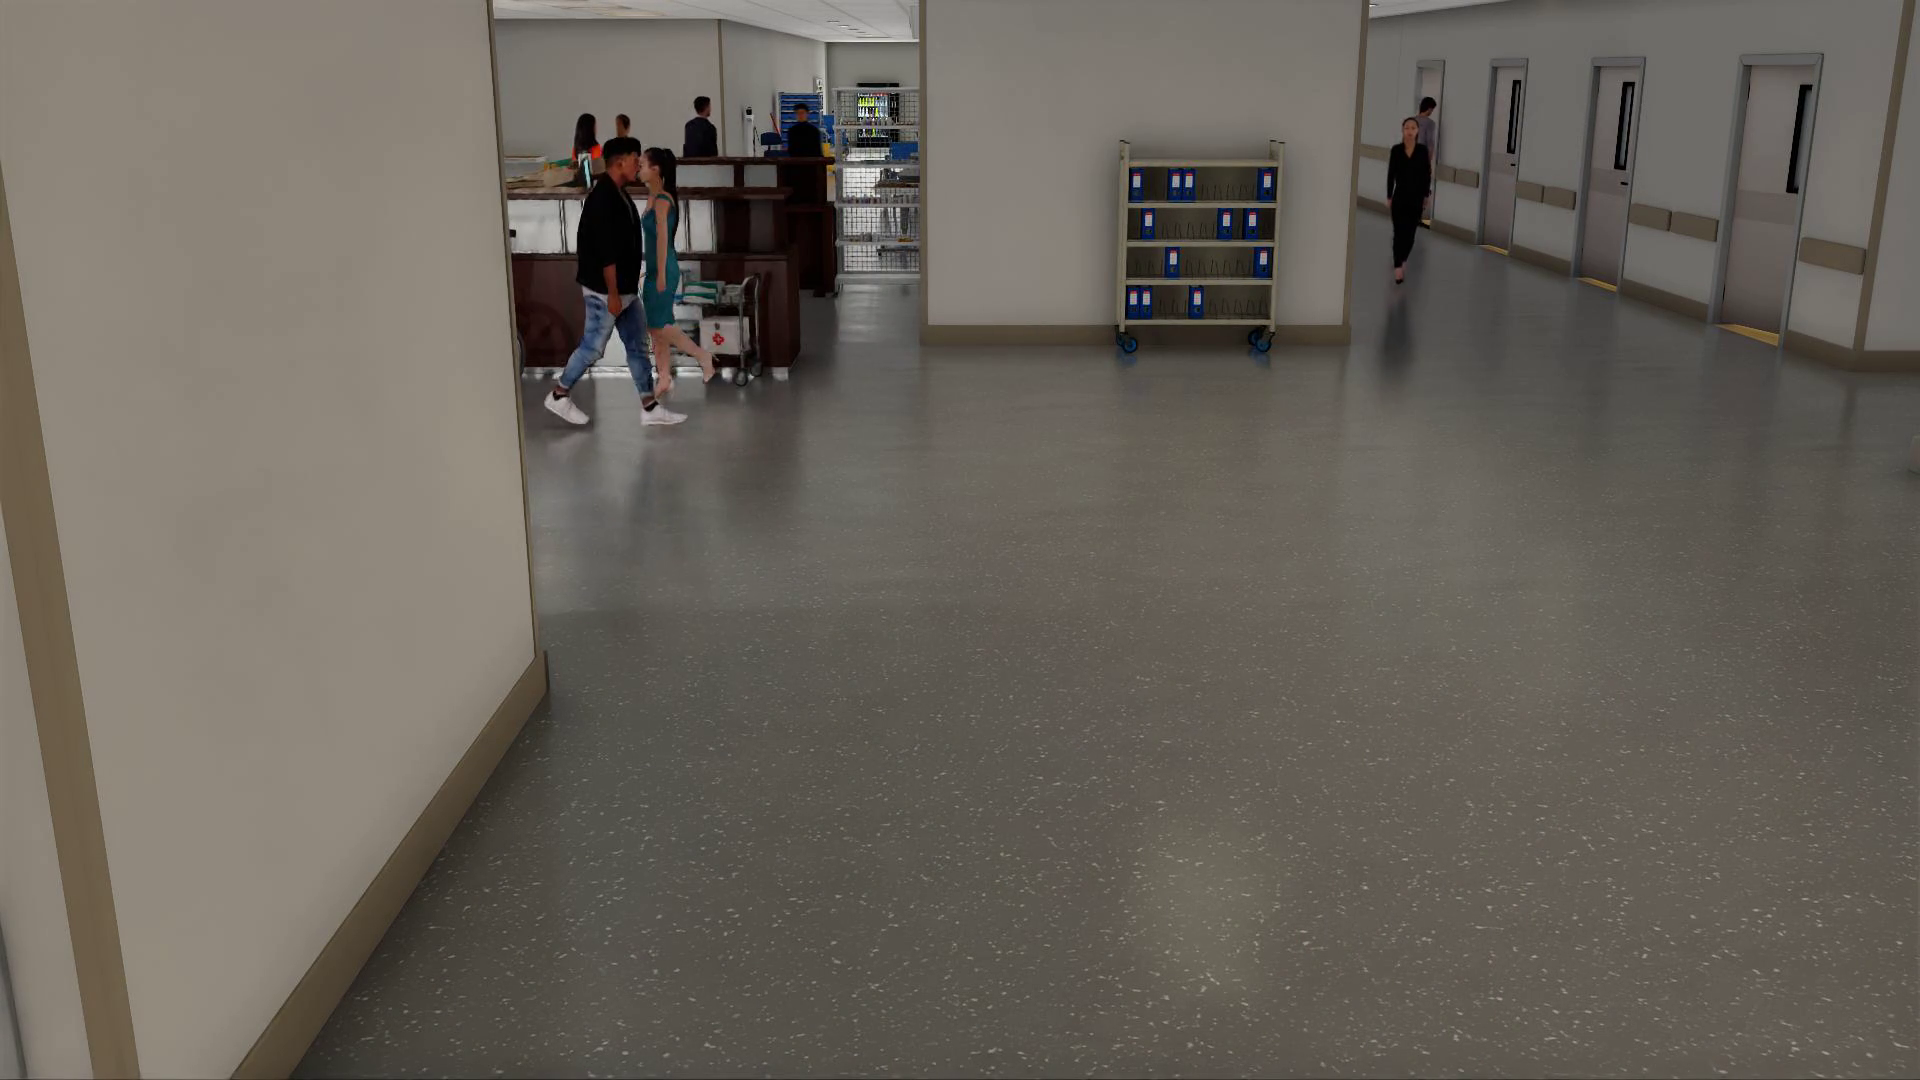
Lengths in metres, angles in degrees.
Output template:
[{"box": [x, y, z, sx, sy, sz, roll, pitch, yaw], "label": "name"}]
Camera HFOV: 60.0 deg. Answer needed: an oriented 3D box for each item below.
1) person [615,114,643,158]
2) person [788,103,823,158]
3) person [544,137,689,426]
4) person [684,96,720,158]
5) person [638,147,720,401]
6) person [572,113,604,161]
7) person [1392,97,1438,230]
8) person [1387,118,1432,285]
[{"box": [-3.963, -4.143, 19.578, 0.698, 1.674, 0.740, 3, 16, 10], "label": "person"}, {"box": [-2.208, -5.415, 24.036, 0.857, 1.702, 0.770, 1, 16, 4], "label": "person"}, {"box": [-2.243, -1.547, 10.216, 1.200, 1.757, 0.831, 3, 16, 11], "label": "person"}, {"box": [-3.295, -4.583, 20.804, 0.792, 1.855, 0.873, 10, 19, 33], "label": "person"}, {"box": [-1.900, -1.734, 11.035, 0.809, 1.671, 0.691, -4, 16, -15], "label": "person"}, {"box": [-3.865, -3.570, 17.407, 0.758, 1.747, 0.705, -14, 21, -40], "label": "person"}, {"box": [6.325, -5.252, 23.274, 0.928, 1.802, 0.991, 12, 20, 36], "label": "person"}, {"box": [4.663, -3.506, 17.325, 1.029, 1.670, 0.725, 2, 16, 8], "label": "person"}]
